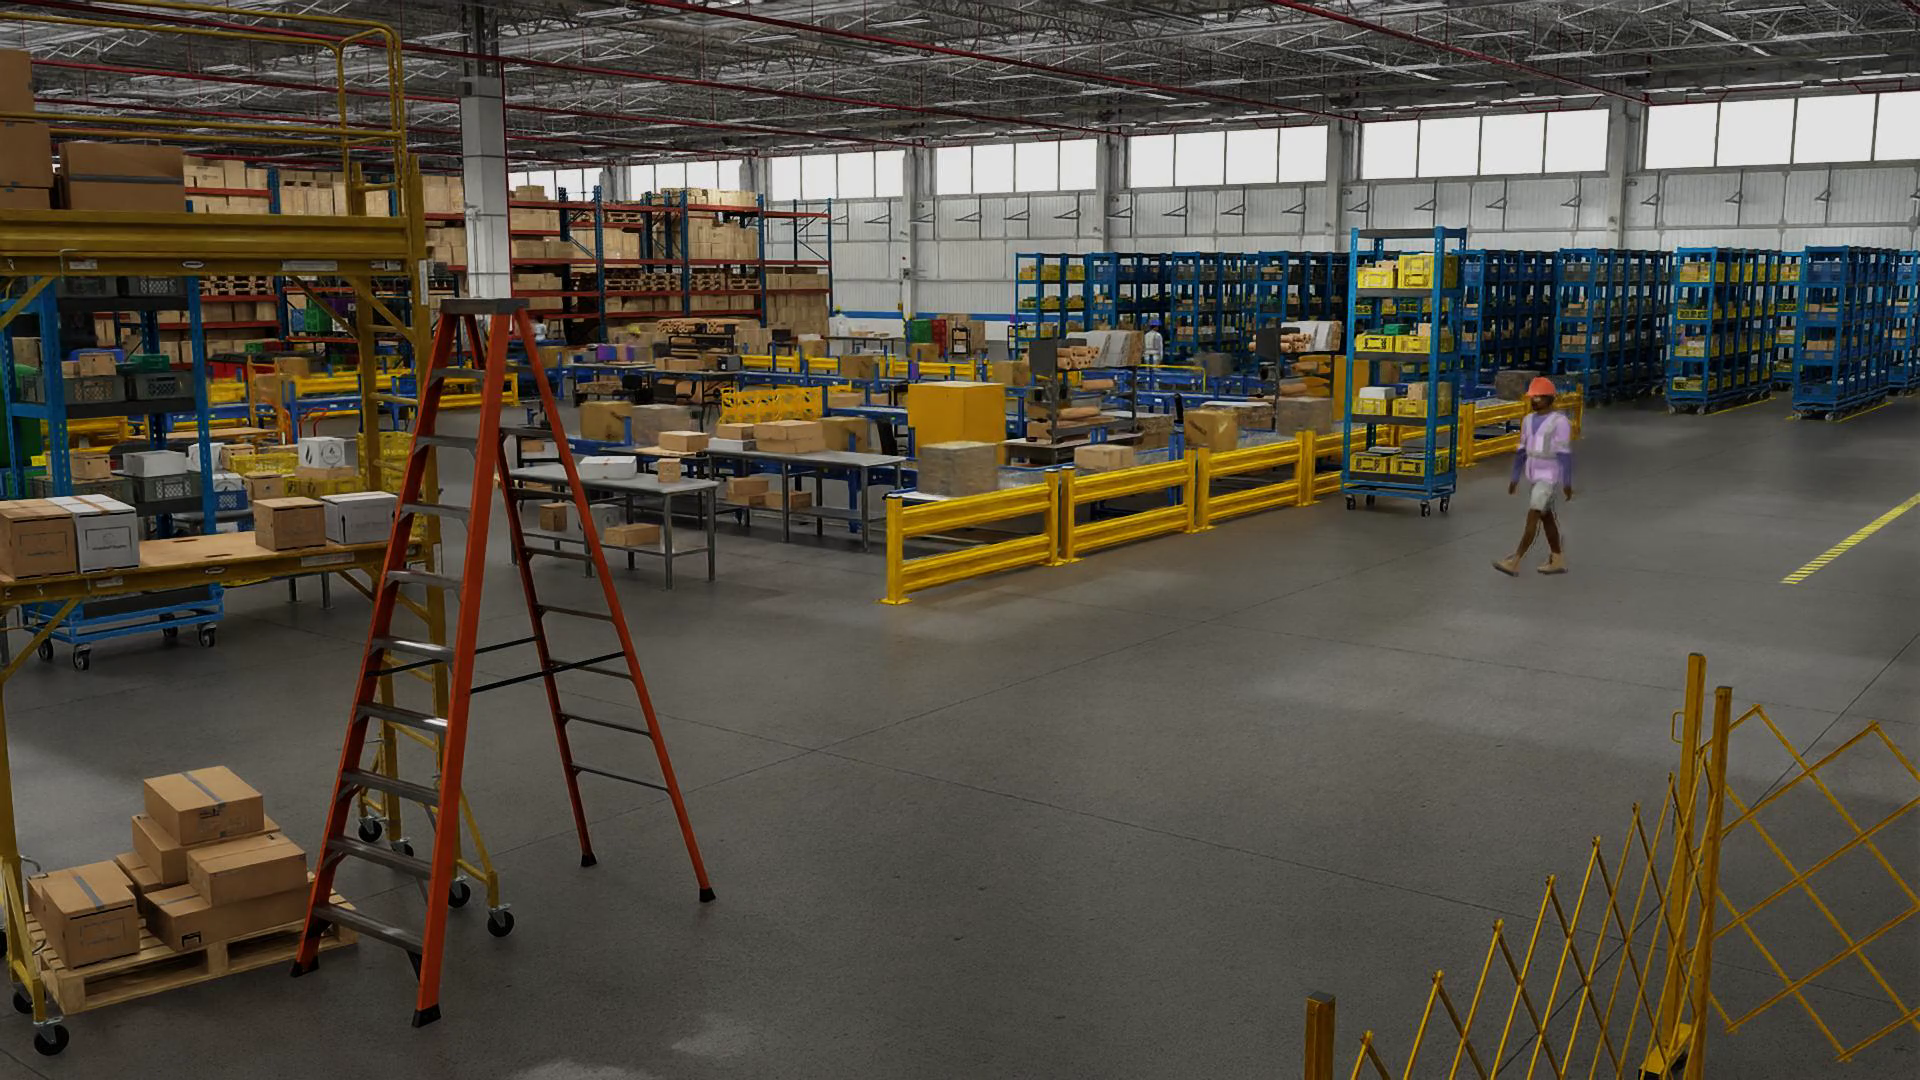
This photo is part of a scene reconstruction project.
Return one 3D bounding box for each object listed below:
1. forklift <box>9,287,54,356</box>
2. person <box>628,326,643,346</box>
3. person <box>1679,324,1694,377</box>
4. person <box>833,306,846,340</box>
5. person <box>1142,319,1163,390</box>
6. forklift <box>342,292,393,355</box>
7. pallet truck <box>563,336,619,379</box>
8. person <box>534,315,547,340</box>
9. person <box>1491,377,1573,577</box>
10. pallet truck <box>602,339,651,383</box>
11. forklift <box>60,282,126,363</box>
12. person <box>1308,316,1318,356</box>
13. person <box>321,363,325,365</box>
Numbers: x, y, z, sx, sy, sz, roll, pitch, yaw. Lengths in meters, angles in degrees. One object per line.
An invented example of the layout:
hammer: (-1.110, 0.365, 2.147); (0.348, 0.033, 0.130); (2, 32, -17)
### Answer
forklift: (-25.193, -5.616, 45.082); (1.873, 2.768, 1.129); (7, 11, 36)
person: (-8.134, -4.475, 41.538); (0.859, 1.731, 0.529); (5, 10, 27)
person: (18.431, -4.644, 42.254); (0.390, 1.839, 0.564); (3, 10, 19)
person: (-4.911, -8.577, 67.169); (0.537, 1.719, 0.904); (8, 12, 41)
person: (4.729, -4.416, 40.631); (0.708, 1.919, 0.383); (9, 13, 44)
forklift: (-16.485, -5.622, 45.120); (1.129, 2.768, 1.873); (7, 11, 37)
pallet truck: (-10.690, -5.294, 48.215); (1.601, 1.201, 0.680); (-5, 10, -26)
person: (-13.883, -6.596, 54.923); (0.526, 1.677, 0.724); (5, 10, 30)
person: (5.702, -0.617, 16.604); (1.023, 1.997, 0.639); (-3, 10, -19)
pallet truck: (-8.991, -4.871, 45.351); (0.653, 1.274, 1.630); (7, 11, 37)
forklift: (-22.588, -5.234, 42.699); (1.873, 2.768, 1.129); (2, 9, 13)
person: (10.415, -5.765, 49.321); (0.446, 1.813, 0.610); (4, 10, 25)
person: (-20.601, -6.480, 53.406); (0.549, 1.936, 0.376); (2, 9, 12)
